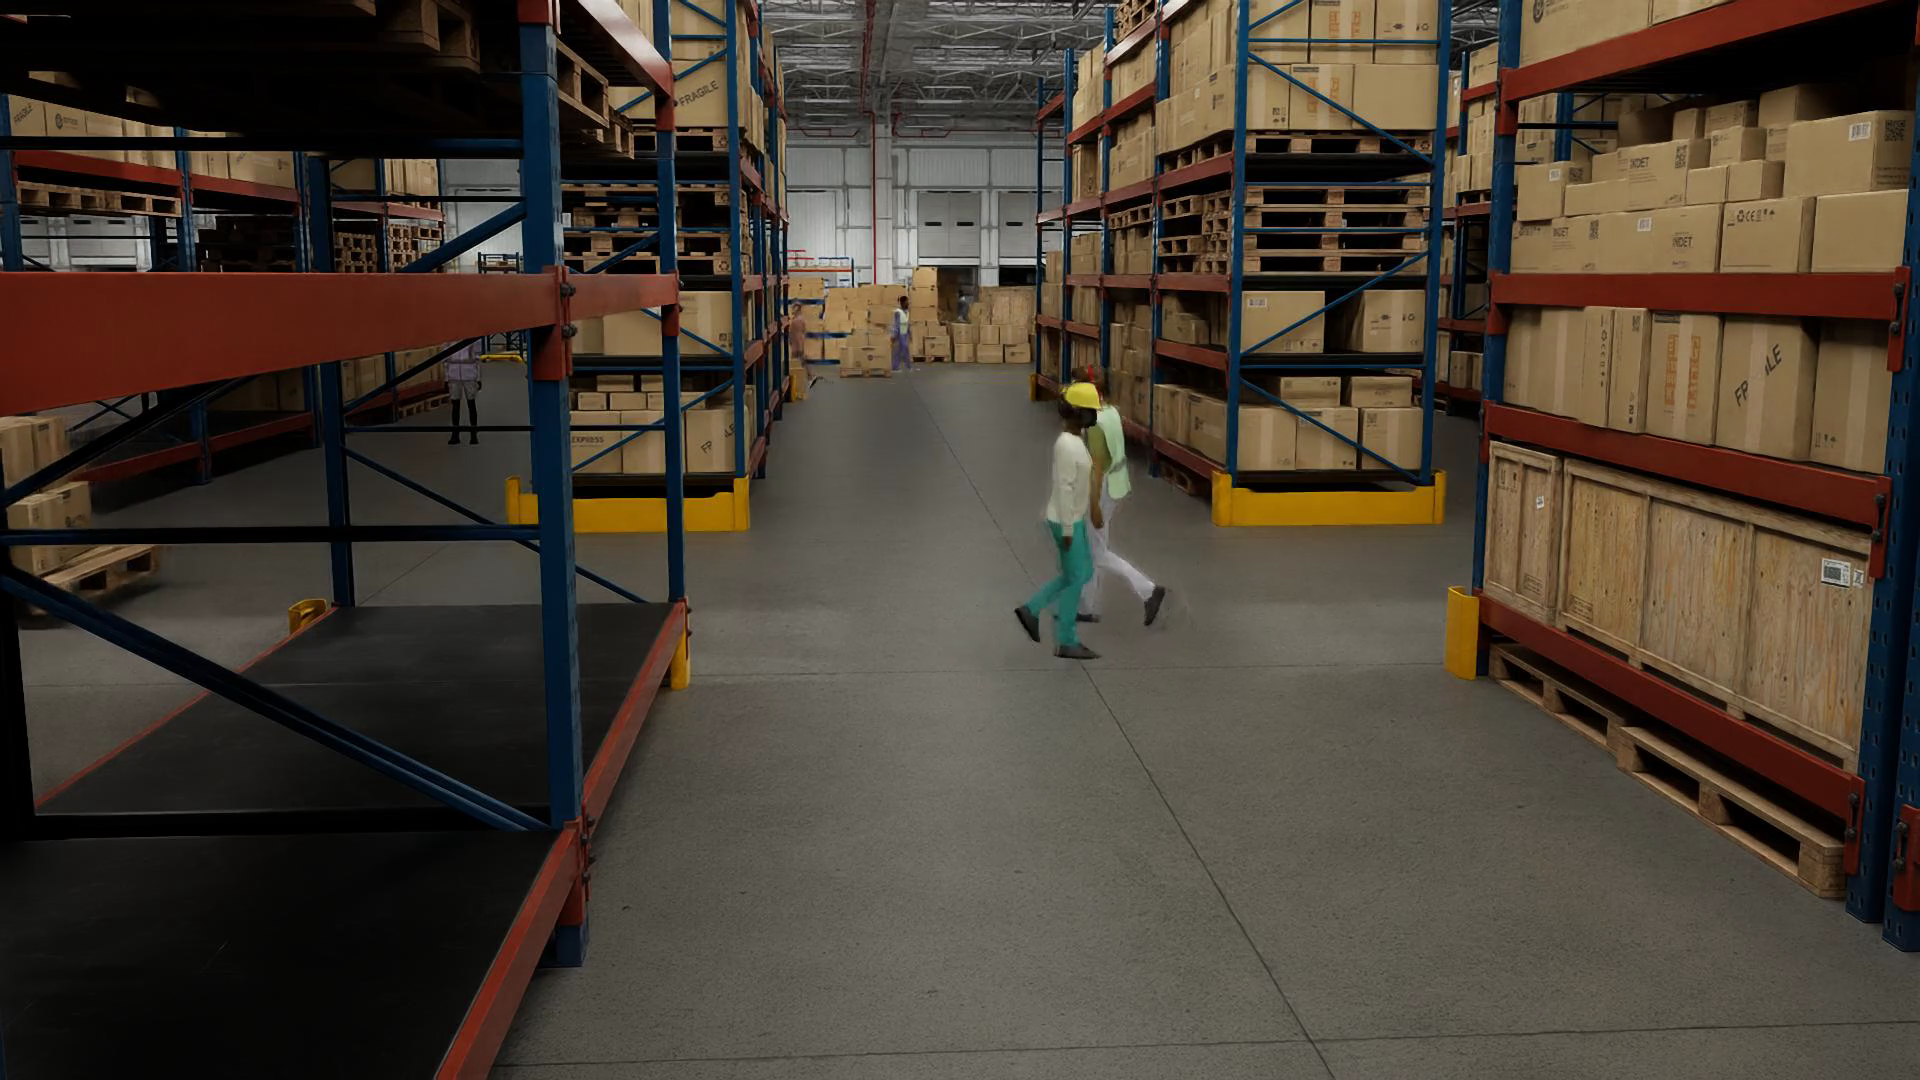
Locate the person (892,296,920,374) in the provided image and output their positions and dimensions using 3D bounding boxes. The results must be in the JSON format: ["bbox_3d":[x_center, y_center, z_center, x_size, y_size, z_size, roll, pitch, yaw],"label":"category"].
[{"bbox_3d":[-1.304,-5.008,40.713,0.915,1.881,0.612,3,10,20],"label":"person"}]

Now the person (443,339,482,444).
[{"bbox_3d":[-7.072,-2.314,23.640,0.542,1.929,0.369,-1,9,-5],"label":"person"}]

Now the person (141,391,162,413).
[{"bbox_3d":[-13.383,-2.808,27.469,0.533,1.696,0.318,-5,10,-30],"label":"person"}]

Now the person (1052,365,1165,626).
[{"bbox_3d":[1.014,-0.289,11.321,0.746,1.813,0.585,2,9,15],"label":"person"}]

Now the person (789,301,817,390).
[{"bbox_3d":[-3.280,-3.946,34.006,0.563,1.890,0.650,-1,9,-4],"label":"person"}]

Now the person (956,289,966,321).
[{"bbox_3d":[0.082,-7.904,58.759,0.534,1.924,0.633,-1,9,-7],"label":"person"}]

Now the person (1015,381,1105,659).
[{"bbox_3d":[0.652,-0.125,10.435,0.493,1.743,0.542,1,9,8],"label":"person"}]
